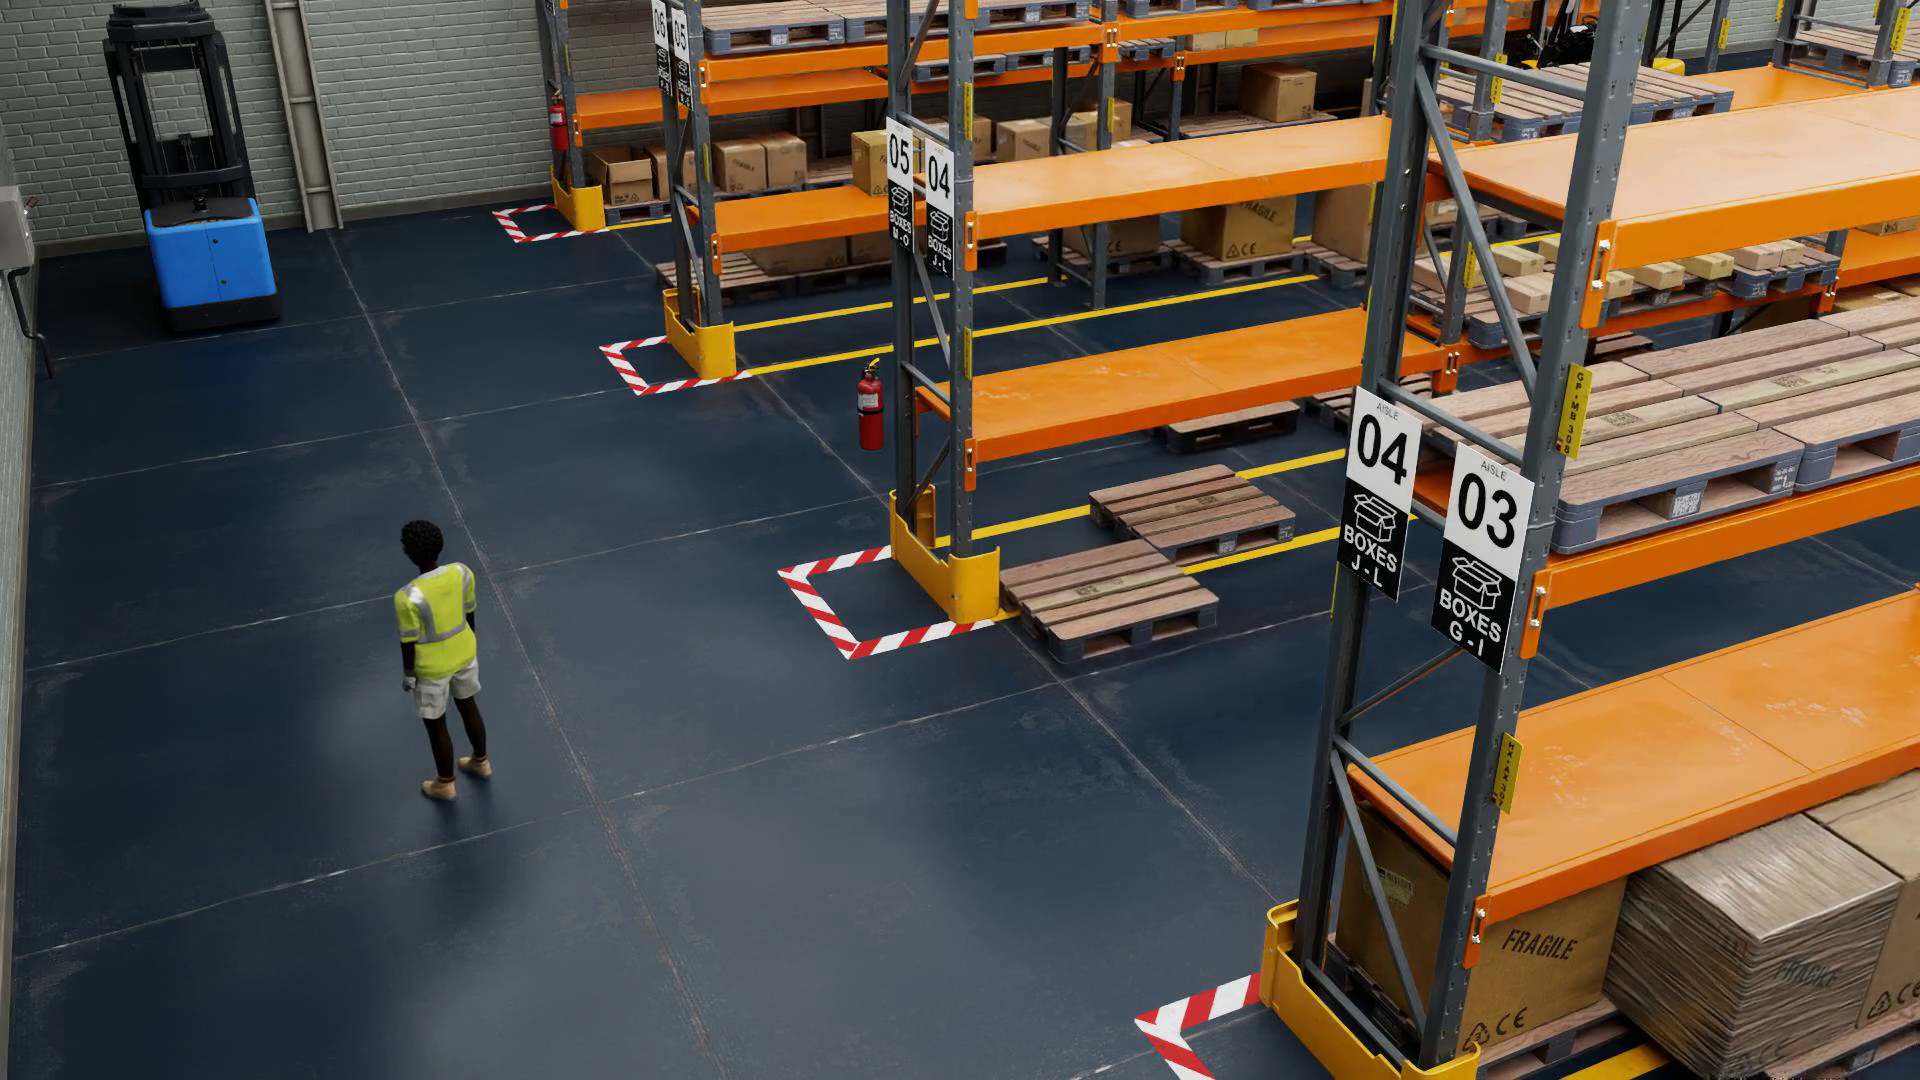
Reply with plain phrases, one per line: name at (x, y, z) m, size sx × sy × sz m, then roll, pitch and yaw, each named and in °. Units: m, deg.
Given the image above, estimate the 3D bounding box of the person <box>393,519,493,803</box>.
person at (-2.883, 0.667, 9.284) m, size 0.320 × 1.686 × 0.539 m, roll 15°, pitch 31°, yaw 27°

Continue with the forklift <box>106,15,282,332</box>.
forklift at (-7.548, -3.672, 16.323) m, size 1.129 × 2.768 × 1.873 m, roll -12°, pitch 30°, yaw -22°

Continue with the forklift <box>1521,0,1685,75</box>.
forklift at (8.950, -6.807, 23.056) m, size 1.214 × 2.155 × 2.313 m, roll -12°, pitch 30°, yaw -22°
